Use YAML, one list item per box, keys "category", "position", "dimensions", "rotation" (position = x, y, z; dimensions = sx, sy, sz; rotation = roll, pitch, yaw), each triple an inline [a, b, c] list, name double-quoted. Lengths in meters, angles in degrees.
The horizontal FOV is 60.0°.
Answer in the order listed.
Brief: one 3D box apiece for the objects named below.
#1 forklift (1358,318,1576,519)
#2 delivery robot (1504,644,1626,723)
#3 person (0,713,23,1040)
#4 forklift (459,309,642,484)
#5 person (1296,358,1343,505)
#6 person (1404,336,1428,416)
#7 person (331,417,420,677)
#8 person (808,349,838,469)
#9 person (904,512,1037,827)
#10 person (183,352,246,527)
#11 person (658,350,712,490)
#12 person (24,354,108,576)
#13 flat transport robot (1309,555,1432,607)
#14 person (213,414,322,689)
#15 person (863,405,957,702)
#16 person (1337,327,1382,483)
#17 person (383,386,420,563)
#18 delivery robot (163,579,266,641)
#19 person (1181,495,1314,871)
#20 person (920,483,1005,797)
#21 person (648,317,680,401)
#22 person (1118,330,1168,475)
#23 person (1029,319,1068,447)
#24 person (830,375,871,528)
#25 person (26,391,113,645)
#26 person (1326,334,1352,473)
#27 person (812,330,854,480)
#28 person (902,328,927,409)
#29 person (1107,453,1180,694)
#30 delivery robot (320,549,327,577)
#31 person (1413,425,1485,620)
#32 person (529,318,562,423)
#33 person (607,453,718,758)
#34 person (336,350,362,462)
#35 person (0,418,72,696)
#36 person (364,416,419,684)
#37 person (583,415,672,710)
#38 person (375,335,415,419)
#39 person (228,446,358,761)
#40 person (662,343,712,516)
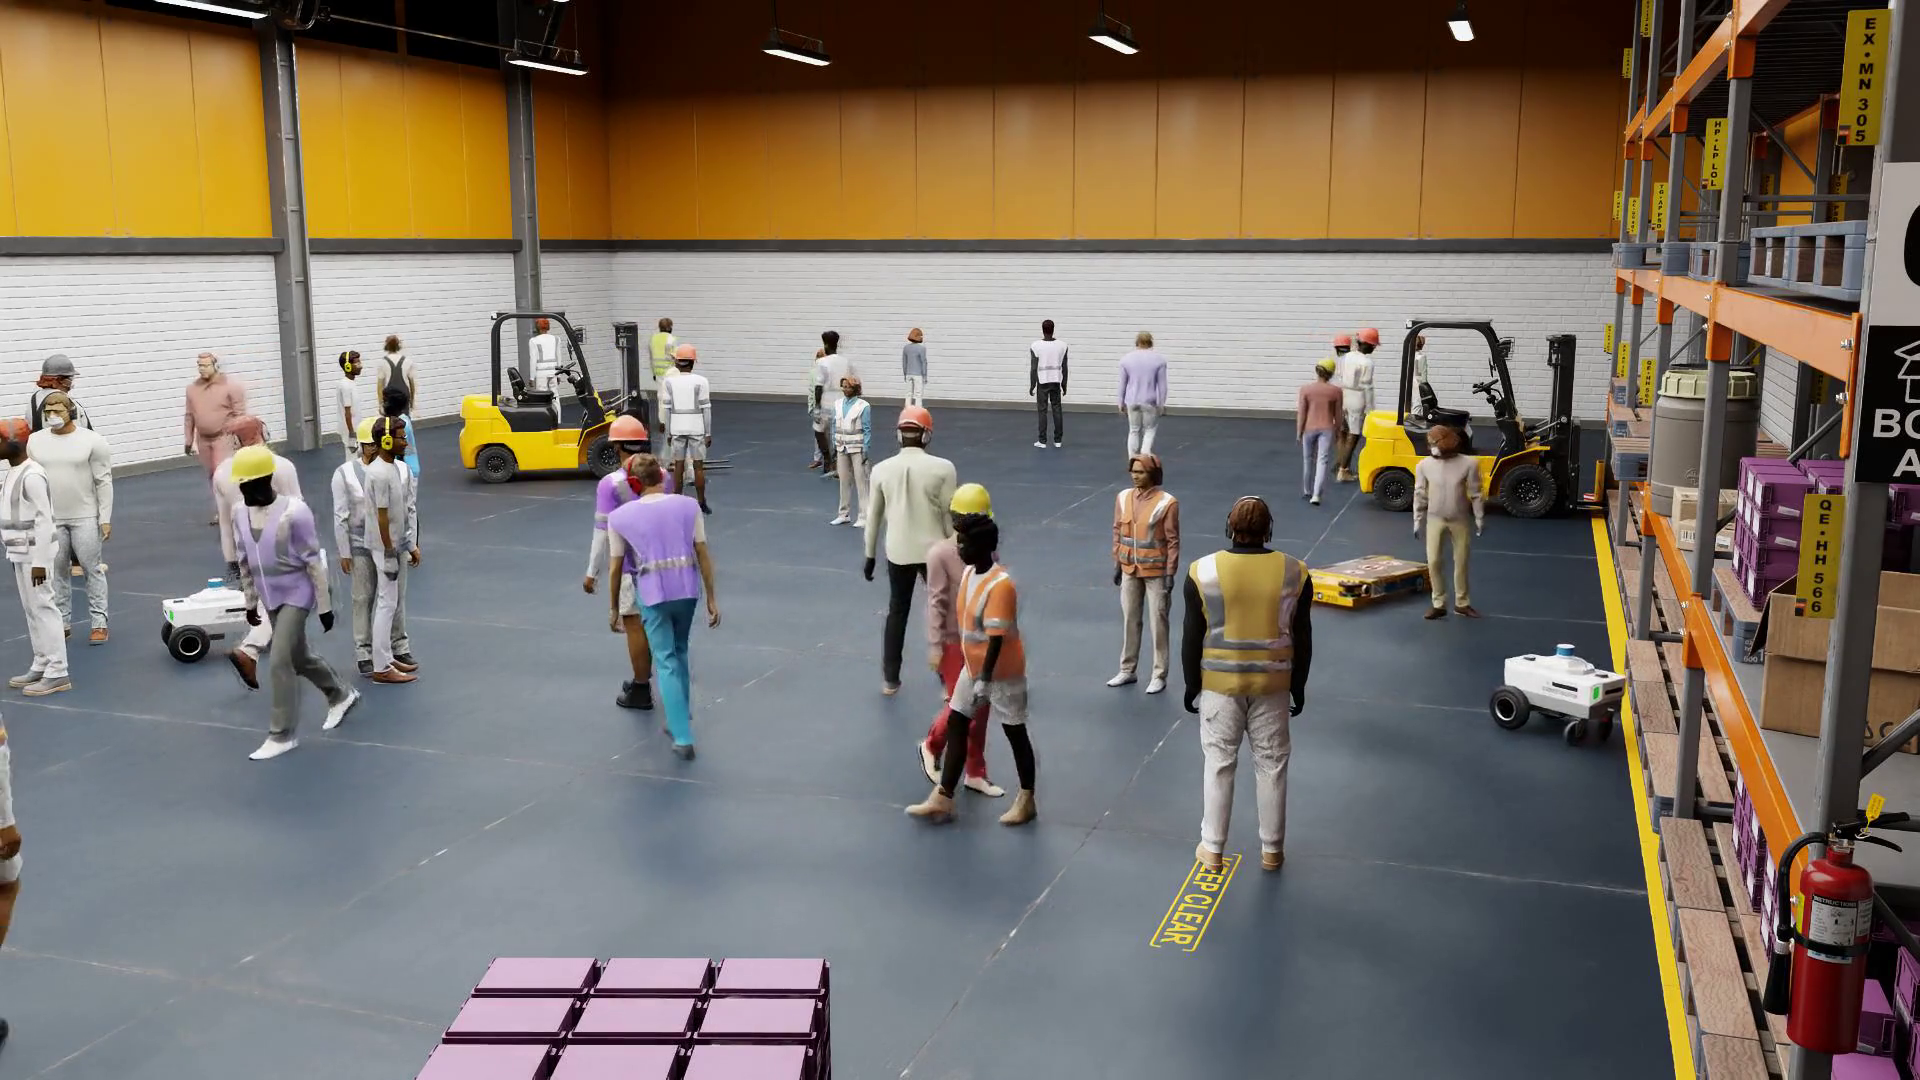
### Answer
- category: "forklift"
  position: [5.787, -1.437, 19.079]
  dimensions: [2.313, 2.155, 1.214]
  rotation: [3, 11, 19]
- category: "delivery robot"
  position: [3.750, 0.890, 10.326]
  dimensions: [0.477, 0.478, 0.707]
  rotation: [-7, 12, -35]
- category: "person"
  position: [-3.770, 0.991, 6.169]
  dimensions: [0.577, 1.922, 0.402]
  rotation: [-1, 10, -5]
- category: "forklift"
  position: [-5.354, -1.902, 21.697]
  dimensions: [2.313, 2.155, 1.214]
  rotation: [-2, 10, -13]
- category: "person"
  position: [4.240, -1.288, 19.624]
  dimensions: [0.533, 1.698, 0.944]
  rotation: [2, 10, 10]
- category: "person"
  position: [7.021, -2.331, 25.677]
  dimensions: [0.309, 1.641, 0.512]
  rotation: [-5, 11, -25]
- category: "person"
  position: [-4.111, 0.041, 11.775]
  dimensions: [0.592, 1.833, 0.404]
  rotation: [-9, 13, -41]
- category: "person"
  position: [-1.843, -1.778, 22.581]
  dimensions: [0.497, 1.633, 0.280]
  rotation: [4, 11, 22]
- category: "person"
  position: [0.074, 0.686, 8.599]
  dimensions: [0.785, 1.653, 0.558]
  rotation: [-5, 11, -25]
- category: "person"
  position: [-8.045, -1.075, 17.908]
  dimensions: [0.688, 1.886, 0.610]
  rotation: [2, 10, 10]
- category: "person"
  position: [-3.462, -1.509, 20.645]
  dimensions: [0.822, 1.780, 0.616]
  rotation: [1, 10, 3]
- category: "person"
  position: [-8.225, -0.700, 15.361]
  dimensions: [0.690, 2.000, 0.538]
  rotation: [6, 12, 31]
- category: "flat transport robot"
  position: [3.550, 0.342, 14.476]
  dimensions: [1.431, 0.197, 0.652]
  rotation: [-9, 14, -43]
- category: "person"
  position: [-4.806, 0.075, 11.461]
  dimensions: [0.695, 1.872, 0.789]
  rotation: [4, 11, 20]
- category: "person"
  position: [-0.258, 0.104, 11.068]
  dimensions: [0.846, 1.963, 0.603]
  rotation: [4, 11, 19]
- category: "person"
  position: [5.066, -1.704, 21.137]
  dimensions: [0.549, 1.996, 0.680]
  rotation: [-3, 11, -18]
- category: "person"
  position: [-5.348, -0.629, 15.950]
  dimensions: [0.319, 1.694, 0.537]
  rotation: [-3, 11, -18]
- category: "delivery robot"
  position: [-5.512, 0.530, 12.354]
  dimensions: [0.707, 0.478, 0.477]
  rotation: [-6, 12, -31]
- category: "person"
  position: [1.379, 0.697, 8.055]
  dimensions: [0.625, 1.844, 0.429]
  rotation: [0, 10, 2]
- category: "person"
  position: [0.029, 0.550, 9.119]
  dimensions: [0.407, 1.748, 0.546]
  rotation: [9, 14, 43]
- category: "person"
  position: [-4.889, -2.783, 27.682]
  dimensions: [0.649, 1.840, 0.450]
  rotation: [6, 12, 29]
- category: "person"
  position: [2.412, -1.808, 21.960]
  dimensions: [0.686, 1.913, 0.469]
  rotation: [3, 11, 18]
- category: "person"
  position: [1.334, -2.341, 24.955]
  dimensions: [0.597, 1.915, 0.371]
  rotation: [-3, 10, -15]
- category: "person"
  position: [-1.172, -0.959, 17.950]
  dimensions: [0.514, 1.641, 0.307]
  rotation: [7, 12, 35]
- category: "person"
  position: [-6.743, -0.159, 12.602]
  dimensions: [0.630, 1.940, 0.372]
  rotation: [-2, 10, -10]
- category: "person"
  position: [5.014, -1.744, 21.725]
  dimensions: [0.538, 1.888, 0.983]
  rotation: [-1, 10, -5]
- category: "person"
  position: [-1.643, -1.716, 21.368]
  dimensions: [0.685, 1.938, 0.539]
  rotation: [-9, 13, -40]
- category: "person"
  position: [-0.753, -2.758, 28.098]
  dimensions: [0.502, 1.632, 0.284]
  rotation: [8, 13, 39]
- category: "person"
  position: [1.260, 0.220, 11.305]
  dimensions: [0.514, 1.641, 0.315]
  rotation: [9, 13, 40]
- category: "delivery robot"
  position: [-5.676, 0.228, 14.053]
  dimensions: [0.477, 0.478, 0.707]
  rotation: [2, 10, 11]
- category: "person"
  position: [3.960, -0.135, 13.461]
  dimensions: [0.561, 1.605, 0.459]
  rotation: [4, 11, 21]
- category: "person"
  position: [-6.657, -2.634, 26.701]
  dimensions: [0.355, 1.883, 0.573]
  rotation: [9, 14, 43]
- category: "person"
  position: [-1.790, 0.382, 9.971]
  dimensions: [0.594, 1.786, 0.747]
  rotation: [-5, 11, -27]
- category: "person"
  position: [-6.738, -1.166, 18.467]
  dimensions: [0.335, 1.873, 0.521]
  rotation: [-3, 11, -18]
- category: "person"
  position: [-6.291, 0.109, 11.250]
  dimensions: [0.337, 1.882, 0.583]
  rotation: [-9, 13, -41]
- category: "person"
  position: [-3.967, 0.068, 11.573]
  dimensions: [0.329, 1.857, 0.506]
  rotation: [-3, 11, -17]
- category: "person"
  position: [-2.184, 0.147, 10.947]
  dimensions: [0.633, 1.919, 0.602]
  rotation: [8, 13, 39]
- category: "person"
  position: [-7.748, -1.899, 22.789]
  dimensions: [0.521, 1.798, 0.948]
  rotation: [-6, 12, -30]
- category: "person"
  position: [-4.028, 0.323, 10.103]
  dimensions: [0.607, 1.877, 0.893]
  rotation: [5, 11, 28]
- category: "person"
  position: [-3.042, -1.226, 18.614]
  dimensions: [0.543, 1.939, 0.355]
  rotation: [1, 10, 4]
